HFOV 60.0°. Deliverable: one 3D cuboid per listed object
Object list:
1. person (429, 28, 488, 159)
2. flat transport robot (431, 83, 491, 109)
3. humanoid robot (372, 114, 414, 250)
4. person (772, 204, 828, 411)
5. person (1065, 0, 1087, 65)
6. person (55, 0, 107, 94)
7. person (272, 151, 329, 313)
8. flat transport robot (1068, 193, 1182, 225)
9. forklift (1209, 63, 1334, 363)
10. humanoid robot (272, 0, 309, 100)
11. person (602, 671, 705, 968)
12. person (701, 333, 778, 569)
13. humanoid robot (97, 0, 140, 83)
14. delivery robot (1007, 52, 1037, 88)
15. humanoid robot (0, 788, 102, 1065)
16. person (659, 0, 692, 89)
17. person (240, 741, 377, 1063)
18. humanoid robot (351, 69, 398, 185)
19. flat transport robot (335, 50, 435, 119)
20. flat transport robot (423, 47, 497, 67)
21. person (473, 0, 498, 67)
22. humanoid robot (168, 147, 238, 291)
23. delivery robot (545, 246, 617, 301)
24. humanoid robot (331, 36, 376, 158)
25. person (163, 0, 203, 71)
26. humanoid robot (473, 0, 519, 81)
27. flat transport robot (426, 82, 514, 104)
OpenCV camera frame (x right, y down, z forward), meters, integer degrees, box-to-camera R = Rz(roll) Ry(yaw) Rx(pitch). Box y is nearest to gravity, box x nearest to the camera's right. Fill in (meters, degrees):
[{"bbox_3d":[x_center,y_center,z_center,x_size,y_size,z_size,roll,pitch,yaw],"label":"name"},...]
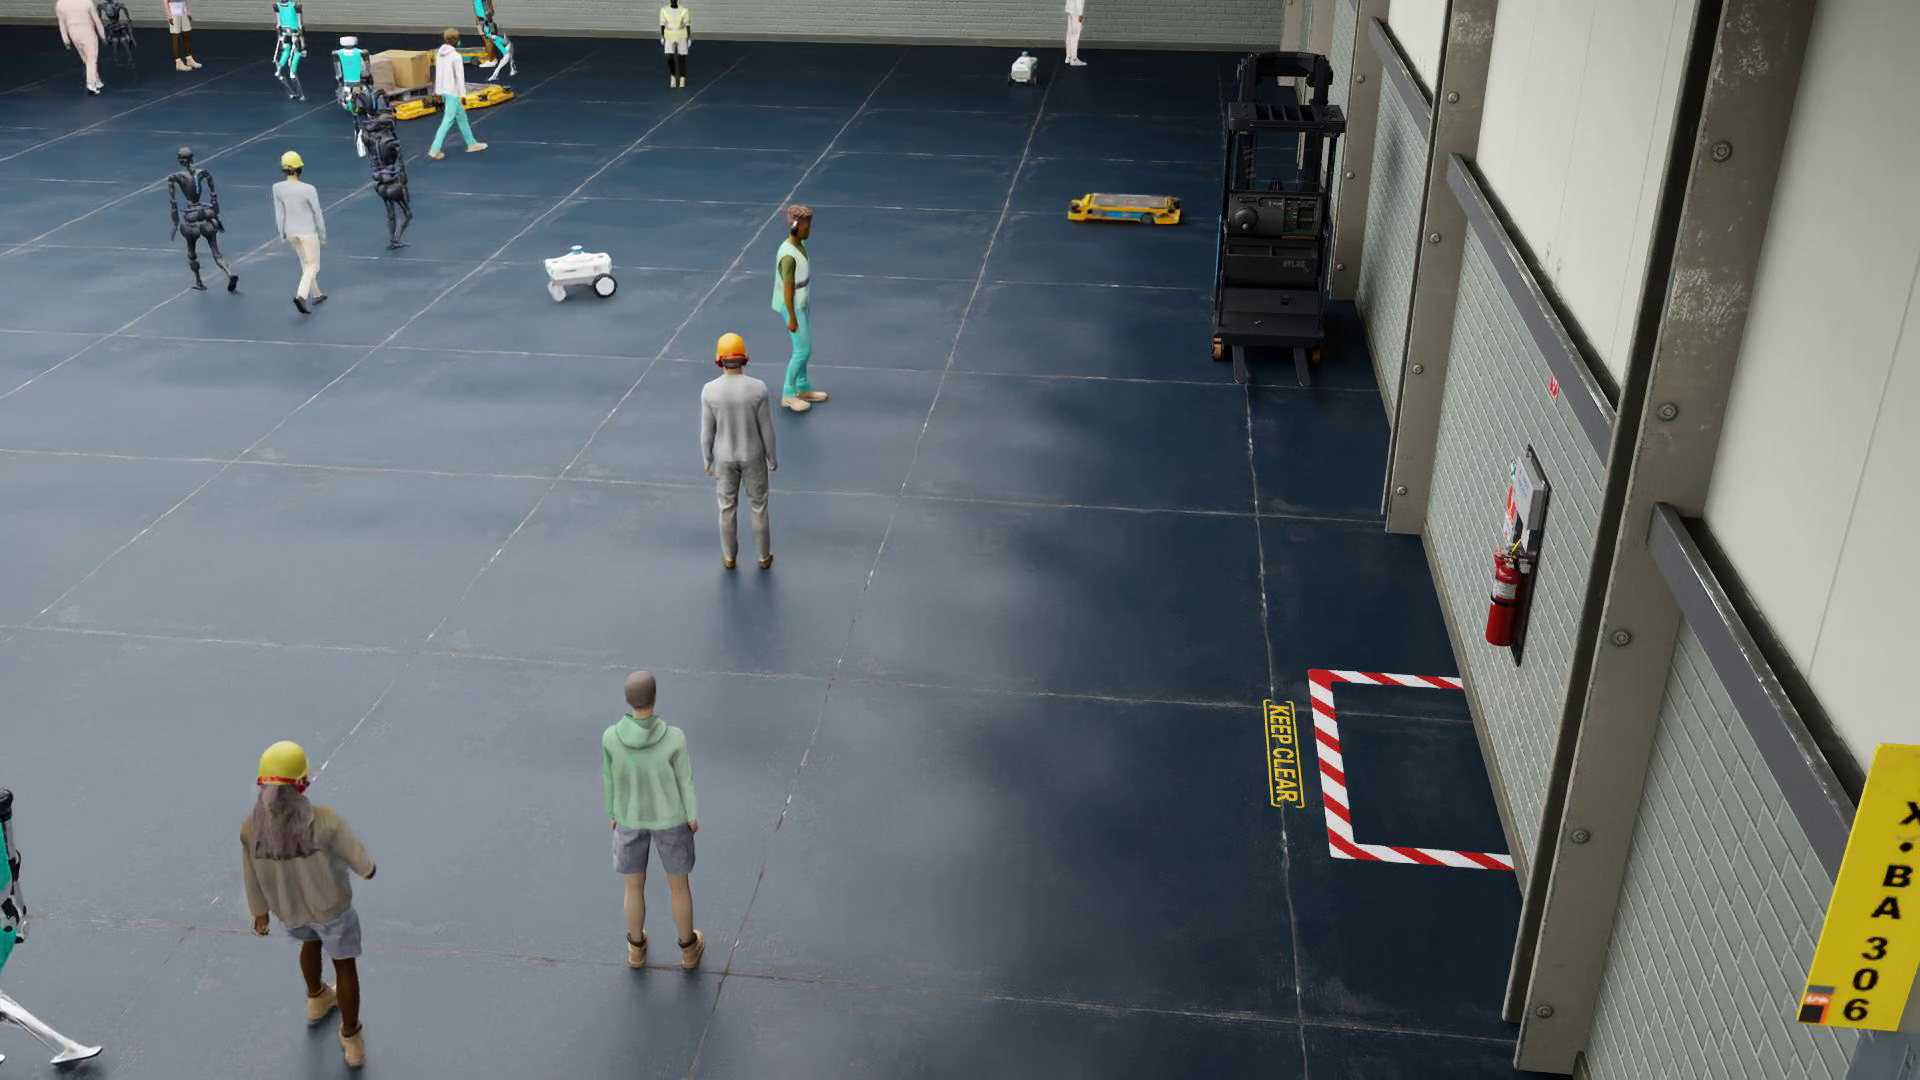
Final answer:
[{"bbox_3d":[-7.556,-6.584,24.534,0.489,1.857,0.998,22,34,37],"label":"person"},{"bbox_3d":[-8.536,-7.518,28.147,0.659,0.231,1.431,-18,32,-32],"label":"flat transport robot"},{"bbox_3d":[-6.959,-4.359,20.278,0.613,1.643,0.356,18,32,32],"label":"humanoid robot"},{"bbox_3d":[-1.525,-2.189,15.618,0.469,1.970,0.502,2,27,4],"label":"person"},{"bbox_3d":[2.132,-9.802,30.911,0.400,1.879,0.499,-7,28,-14],"label":"person"},{"bbox_3d":[-15.131,-8.656,28.650,0.653,1.852,0.956,-2,27,-5],"label":"person"},{"bbox_3d":[-7.231,-3.352,18.187,0.535,1.746,0.742,6,27,11],"label":"person"},{"bbox_3d":[2.168,-4.342,21.807,1.431,0.231,0.659,5,27,9],"label":"flat transport robot"},{"bbox_3d":[3.241,-3.477,17.183,1.129,2.768,1.873,3,27,6],"label":"forklift"},{"bbox_3d":[-11.347,-8.297,28.008,0.531,1.754,0.680,7,28,14],"label":"humanoid robot"},{"bbox_3d":[-1.593,1.463,8.589,0.471,1.733,0.326,1,27,1],"label":"person"},{"bbox_3d":[-1.677,-0.658,12.650,0.569,1.889,0.389,-1,27,-3],"label":"person"},{"bbox_3d":[-14.862,-8.924,29.403,0.584,1.641,0.405,-3,27,-7],"label":"humanoid robot"},{"bbox_3d":[1.142,-8.325,29.430,0.499,0.587,0.782,6,27,12],"label":"delivery robot"},{"bbox_3d":[-4.706,1.856,7.814,0.912,1.765,0.540,3,27,6],"label":"humanoid robot"},{"bbox_3d":[-4.932,-8.699,28.918,0.553,1.676,0.546,-3,27,-7],"label":"person"},{"bbox_3d":[-3.129,1.727,8.050,0.530,1.735,0.546,1,27,3],"label":"person"},{"bbox_3d":[-7.987,-5.602,22.791,0.603,1.649,0.664,-21,34,-36],"label":"humanoid robot"},{"bbox_3d":[-9.411,-7.164,27.440,1.431,0.231,0.659,15,30,27],"label":"flat transport robot"},{"bbox_3d":[-9.467,-9.067,31.240,1.431,0.231,0.659,-8,28,-16],"label":"flat transport robot"},{"bbox_3d":[-8.794,-9.719,30.767,0.381,1.854,0.802,-1,27,-2],"label":"person"},{"bbox_3d":[-8.586,-3.601,18.780,0.694,1.636,0.612,18,32,32],"label":"humanoid robot"},{"bbox_3d":[-4.308,-3.036,18.878,0.791,0.592,0.499,-11,29,-21],"label":"delivery robot"},{"bbox_3d":[-8.961,-6.658,24.834,0.530,1.777,0.999,-5,27,-9],"label":"humanoid robot"},{"bbox_3d":[-14.297,-9.655,30.451,0.402,2.035,0.608,7,28,14],"label":"person"},{"bbox_3d":[-8.234,-9.161,29.839,0.918,1.770,0.532,-17,31,-31],"label":"humanoid robot"},{"bbox_3d":[-8.416,-7.614,28.338,1.431,0.231,0.659,8,28,16],"label":"flat transport robot"}]
